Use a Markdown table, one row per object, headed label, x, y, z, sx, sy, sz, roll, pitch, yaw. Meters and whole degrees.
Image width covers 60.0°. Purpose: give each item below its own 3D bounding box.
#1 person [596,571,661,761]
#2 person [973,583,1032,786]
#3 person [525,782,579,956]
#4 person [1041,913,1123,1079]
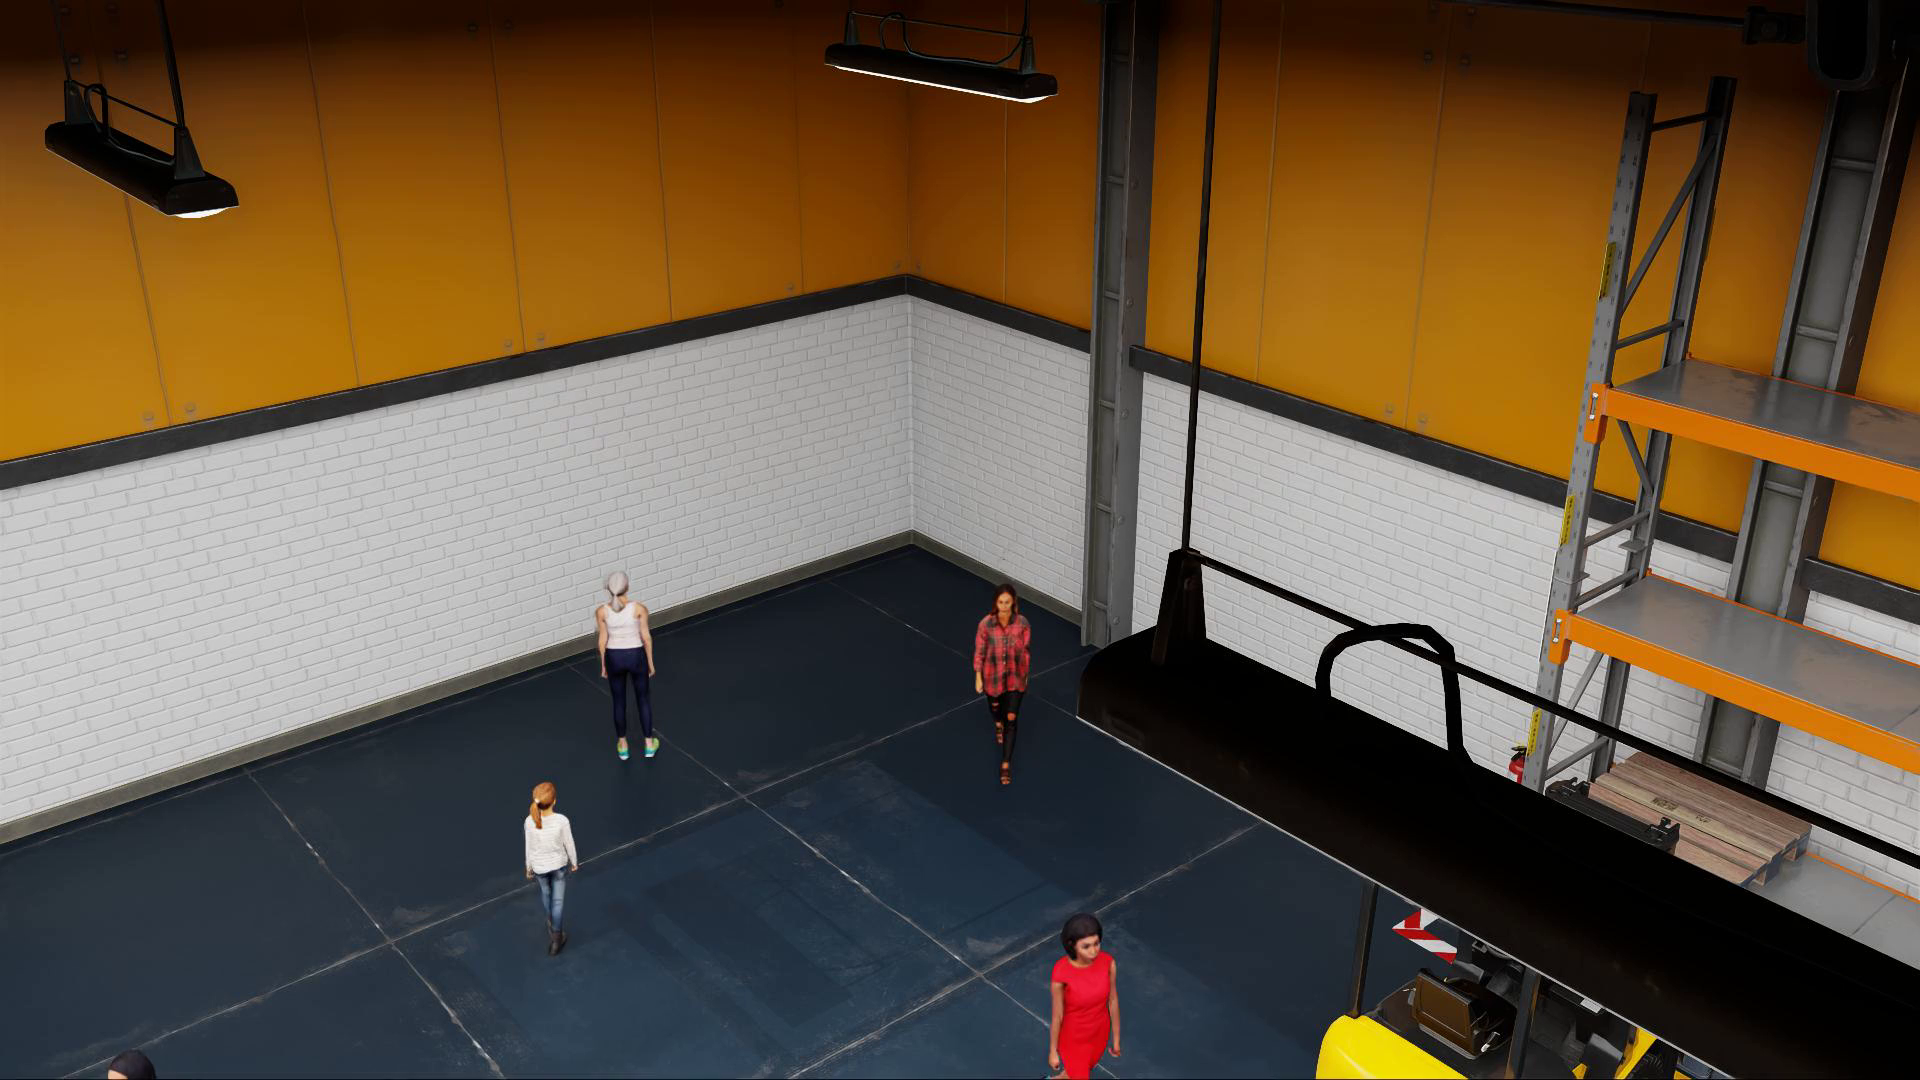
| label | x | y | z | sx | sy | sz | roll | pitch | yaw |
| --- | --- | --- | --- | --- | --- | --- | --- | --- | --- |
| person | -2.812 | 1.055 | 14.002 | 0.690 | 1.702 | 0.712 | -2 | 24 | -5 |
| person | 0.359 | 1.123 | 13.891 | 1.086 | 1.664 | 1.176 | 1 | 24 | 2 |
| person | -2.879 | 2.319 | 11.604 | 0.626 | 1.306 | 0.686 | 0 | 24 | 0 |
| person | 0.683 | 2.904 | 9.766 | 0.747 | 1.706 | 1.124 | -12 | 26 | -25 |
